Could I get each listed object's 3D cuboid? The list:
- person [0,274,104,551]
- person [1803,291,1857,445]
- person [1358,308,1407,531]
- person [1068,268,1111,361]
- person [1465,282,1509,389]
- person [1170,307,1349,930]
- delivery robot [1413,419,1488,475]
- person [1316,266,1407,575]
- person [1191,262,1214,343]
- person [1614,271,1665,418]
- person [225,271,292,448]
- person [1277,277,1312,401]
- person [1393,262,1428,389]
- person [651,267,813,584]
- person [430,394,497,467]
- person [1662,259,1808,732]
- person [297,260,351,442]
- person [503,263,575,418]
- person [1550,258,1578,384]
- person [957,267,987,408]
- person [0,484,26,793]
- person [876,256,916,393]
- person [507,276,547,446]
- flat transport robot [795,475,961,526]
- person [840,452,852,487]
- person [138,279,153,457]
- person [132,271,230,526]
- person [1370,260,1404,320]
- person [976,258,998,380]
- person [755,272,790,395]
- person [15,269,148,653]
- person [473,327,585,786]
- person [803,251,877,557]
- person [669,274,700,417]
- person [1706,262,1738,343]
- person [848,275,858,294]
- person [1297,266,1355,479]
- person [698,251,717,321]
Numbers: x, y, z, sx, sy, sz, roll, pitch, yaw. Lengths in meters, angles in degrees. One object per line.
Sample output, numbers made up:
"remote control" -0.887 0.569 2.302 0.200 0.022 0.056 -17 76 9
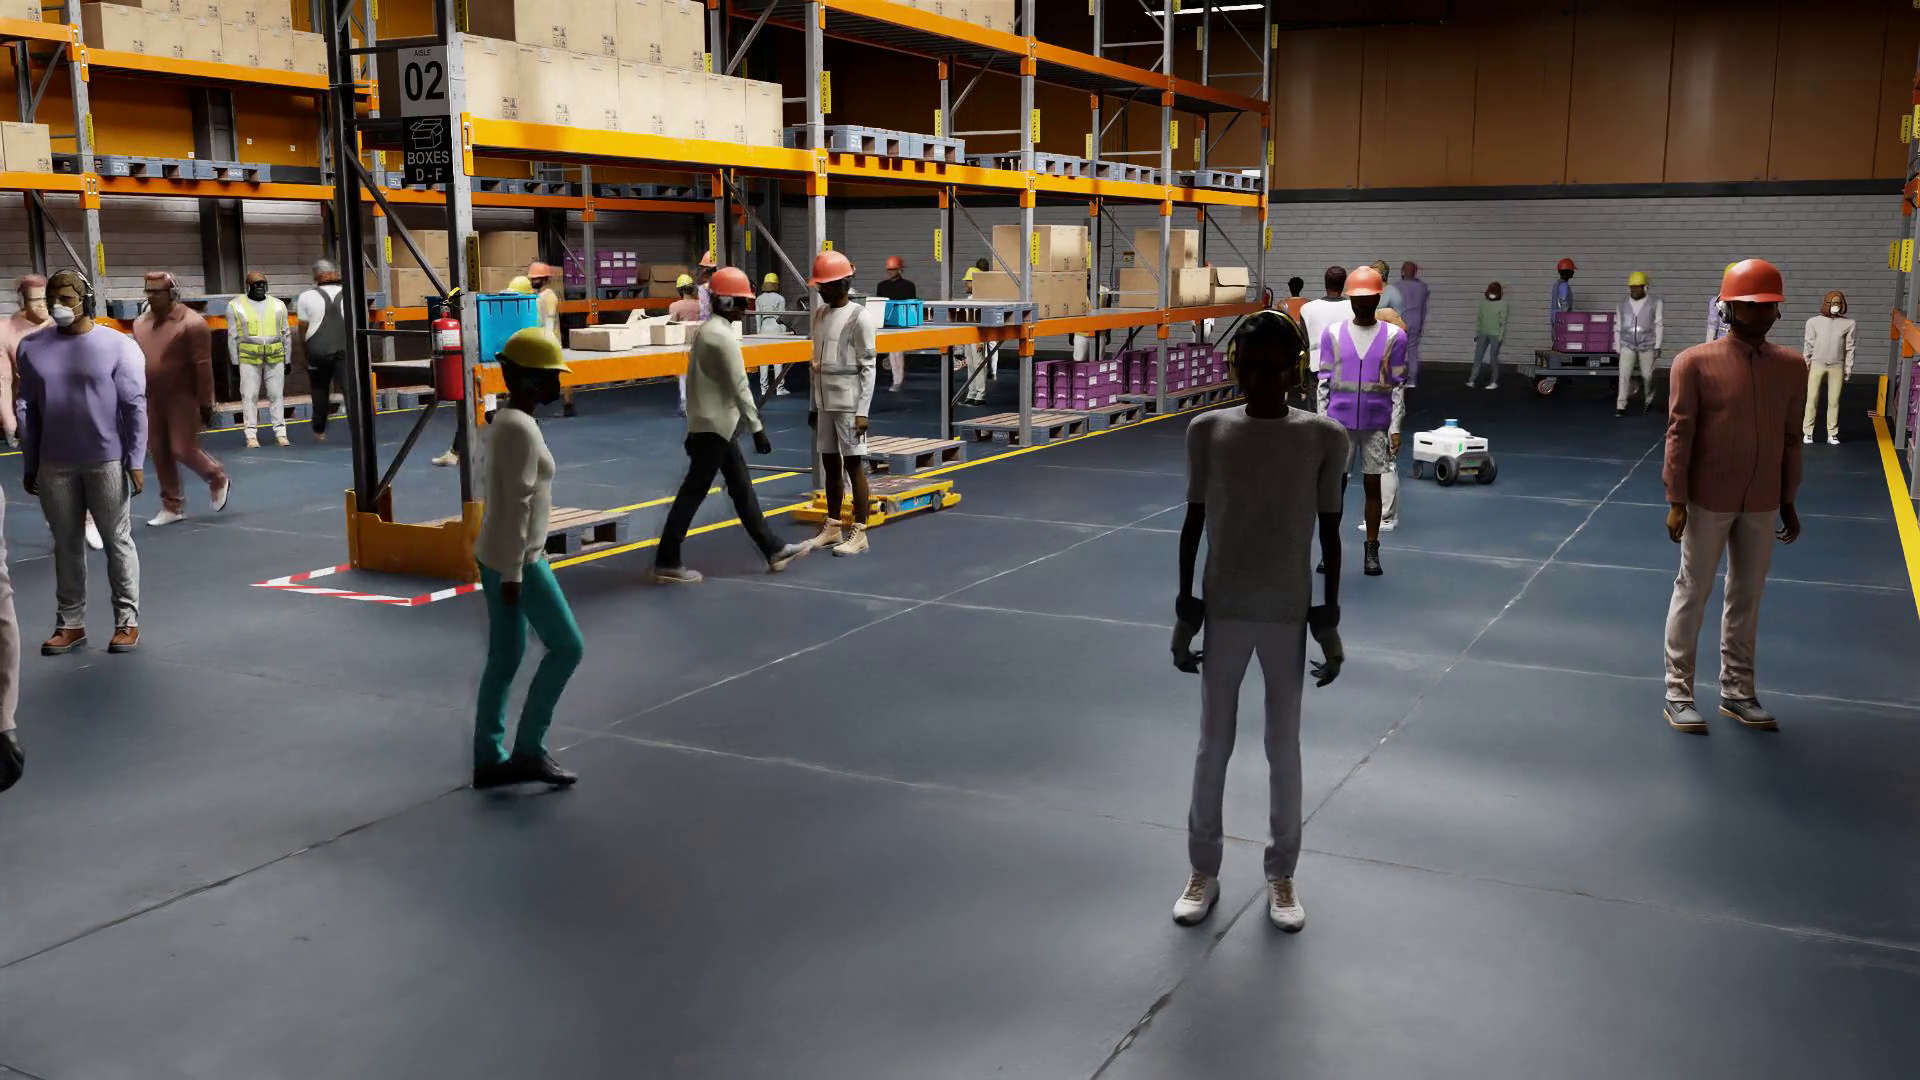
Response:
"person" -6.059 -0.823 11.095 0.671 1.883 0.427 -6 12 -33
"person" 9.185 -1.817 17.604 0.493 1.625 0.281 4 10 20
"person" 3.104 -0.879 12.175 0.299 1.622 0.503 3 10 15
"person" 1.791 -2.844 22.949 0.628 1.837 0.429 -1 10 -5
"person" 7.769 -3.005 24.551 0.775 1.587 0.565 -9 13 -43
"person" 0.893 0.244 4.986 0.521 1.861 0.327 2 10 12
"delivery robot" 4.320 -0.822 14.657 0.477 0.478 0.707 -4 10 -20
"person" 2.512 -0.740 10.460 0.542 1.938 0.358 3 10 15
"person" 3.841 -3.461 26.385 0.350 1.879 0.577 9 13 41
"person" 8.399 -2.425 20.593 0.602 1.808 0.797 6 11 31
"person" -7.282 -1.874 17.342 0.623 1.836 0.429 -7 12 -34
"person" 4.584 -2.747 22.770 0.534 1.699 0.318 0 10 -1
"person" 6.658 -3.205 24.871 0.673 1.886 0.576 -4 11 -21
"person" -1.429 -0.696 10.206 1.069 1.926 0.605 -3 10 -17
"person" -4.544 -1.487 15.646 0.851 1.646 0.539 -3 10 -16
"person" 3.275 -0.179 7.044 0.611 1.995 0.381 -1 10 -8
"person" -6.626 -2.020 17.566 0.696 2.000 1.114 -6 11 -29
"person" -5.144 -2.410 20.252 0.932 1.893 0.563 -7 12 -36
"person" 9.328 -3.381 25.737 0.351 1.942 0.547 1 10 5
"person" 0.183 -2.658 21.861 0.404 1.833 0.590 -4 10 -21
"person" -2.471 0.436 3.753 0.643 1.905 0.400 -6 11 -31
"person" -0.991 -3.116 24.109 0.623 1.971 0.759 5 11 26
"person" -4.525 -1.779 16.903 0.602 1.798 0.875 5 11 25
"flat transport robot" -0.611 -0.321 12.854 0.652 0.197 1.431 5 11 28
"person" -0.947 -0.993 12.810 0.312 1.634 0.516 -9 14 -44
"person" -7.905 -1.726 16.443 0.342 1.841 0.506 -9 13 -42
"person" -5.872 -1.061 12.454 0.652 1.891 0.551 3 10 17
"person" 4.733 -2.193 18.867 0.372 1.939 0.630 -6 12 -31
"person" 0.380 -3.506 26.470 0.354 1.937 0.635 9 13 42
"person" -2.679 -2.942 23.773 0.486 1.744 0.298 4 10 20
"person" -4.430 -0.389 8.419 0.627 1.941 0.370 -1 10 -5
"person" -1.631 0.080 6.245 0.518 1.743 0.557 -4 11 -24
"person" -0.825 -0.905 11.135 0.391 2.033 0.605 -9 13 -42
"person" -3.363 -2.395 20.570 0.522 1.758 0.350 -8 12 -37
"person" 8.429 -2.059 18.162 0.592 1.919 0.398 1 10 4
"person" -1.395 -2.520 20.909 0.380 1.900 0.808 -2 10 -10
"person" 3.310 -1.478 14.839 0.594 1.907 0.412 1 10 8
"person" -2.941 -2.424 19.891 0.365 2.048 0.608 5 11 26
